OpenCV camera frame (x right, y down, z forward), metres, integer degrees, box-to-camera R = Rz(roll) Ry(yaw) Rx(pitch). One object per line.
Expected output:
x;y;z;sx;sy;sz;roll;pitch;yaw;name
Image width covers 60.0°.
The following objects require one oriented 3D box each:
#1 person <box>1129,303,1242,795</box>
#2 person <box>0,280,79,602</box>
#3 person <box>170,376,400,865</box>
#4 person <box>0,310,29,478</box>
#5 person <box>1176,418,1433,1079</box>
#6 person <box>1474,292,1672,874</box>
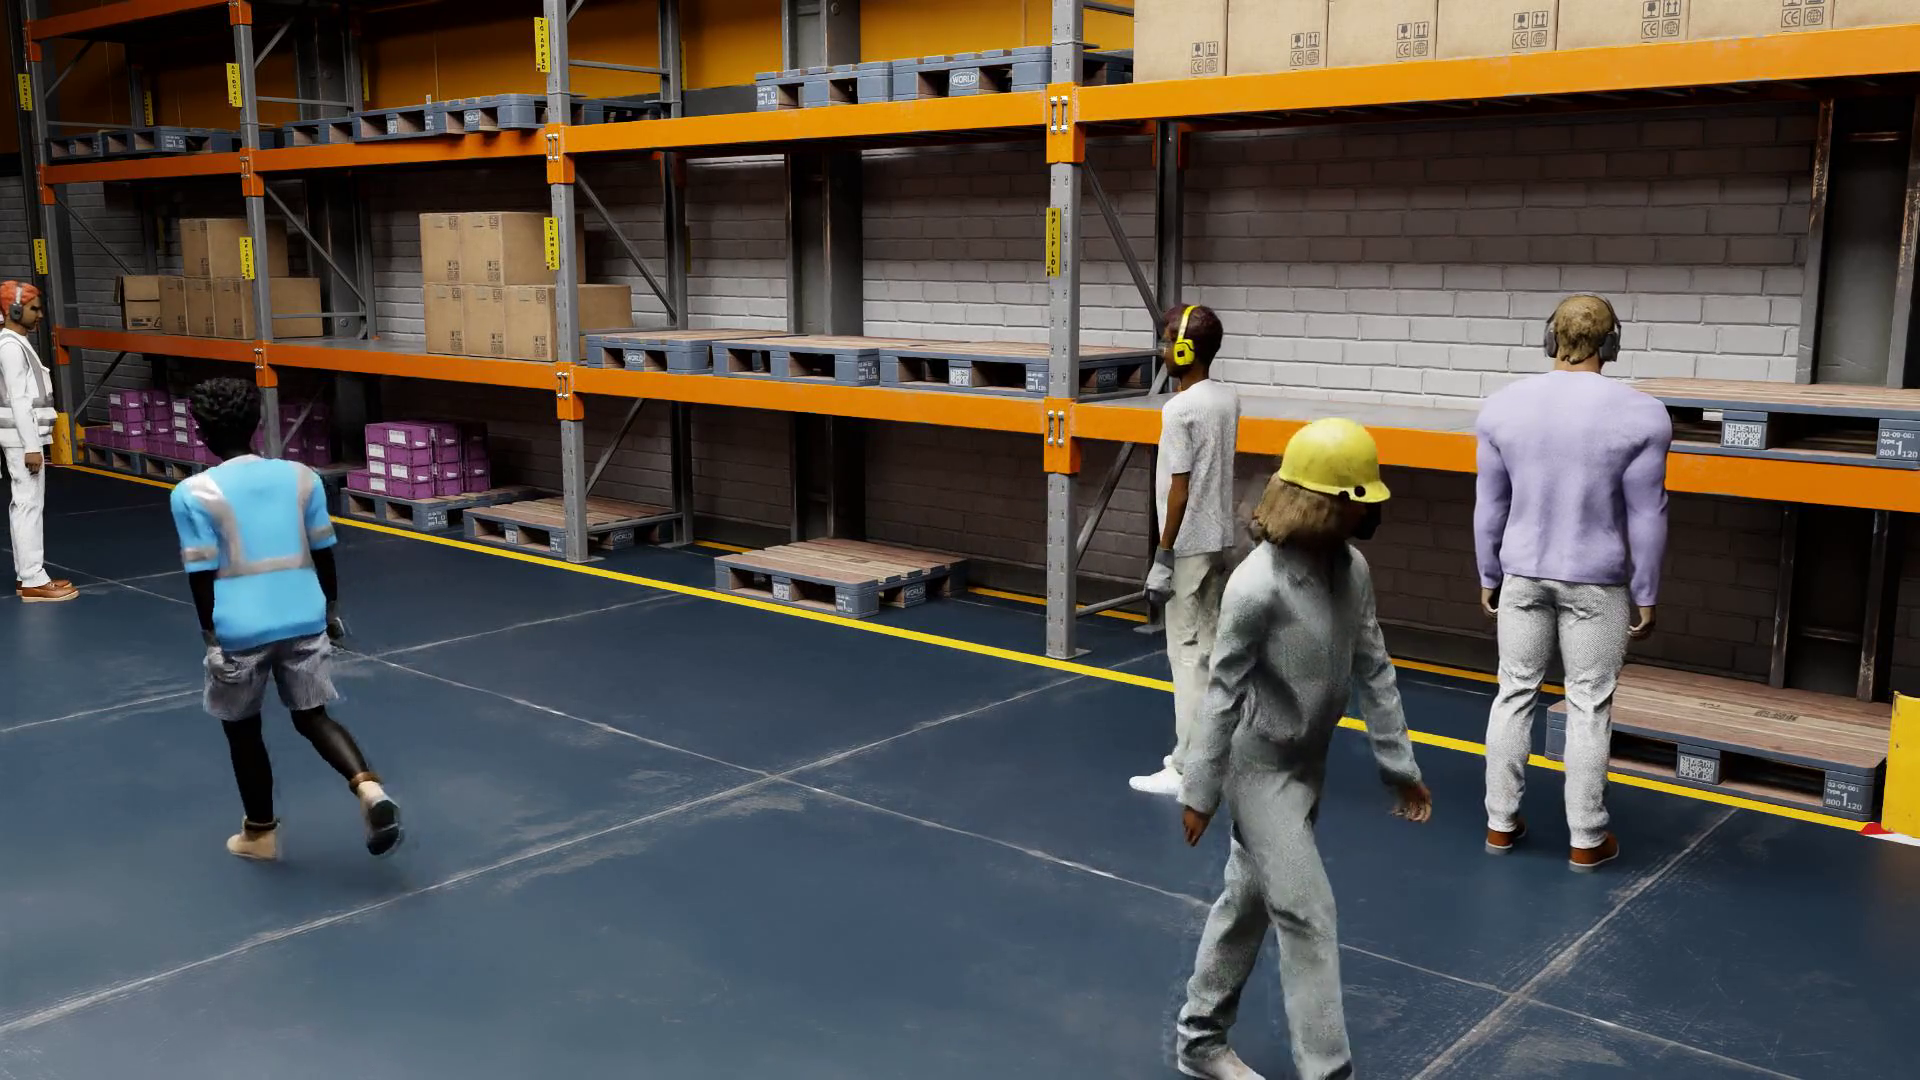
0.866;0.042;6.328;0.328;1.872;0.511;6;12;33;person
-5.495;-0.577;9.809;0.356;1.886;0.574;-6;12;-32;person
-2.216;0.299;5.449;0.669;1.667;0.541;7;12;36;person
-8.673;-1.379;15.094;0.284;1.633;0.500;8;13;40;person
0.820;0.568;3.823;0.847;1.697;0.496;8;13;39;person
2.027;0.144;5.578;0.630;1.931;0.356;7;12;34;person
